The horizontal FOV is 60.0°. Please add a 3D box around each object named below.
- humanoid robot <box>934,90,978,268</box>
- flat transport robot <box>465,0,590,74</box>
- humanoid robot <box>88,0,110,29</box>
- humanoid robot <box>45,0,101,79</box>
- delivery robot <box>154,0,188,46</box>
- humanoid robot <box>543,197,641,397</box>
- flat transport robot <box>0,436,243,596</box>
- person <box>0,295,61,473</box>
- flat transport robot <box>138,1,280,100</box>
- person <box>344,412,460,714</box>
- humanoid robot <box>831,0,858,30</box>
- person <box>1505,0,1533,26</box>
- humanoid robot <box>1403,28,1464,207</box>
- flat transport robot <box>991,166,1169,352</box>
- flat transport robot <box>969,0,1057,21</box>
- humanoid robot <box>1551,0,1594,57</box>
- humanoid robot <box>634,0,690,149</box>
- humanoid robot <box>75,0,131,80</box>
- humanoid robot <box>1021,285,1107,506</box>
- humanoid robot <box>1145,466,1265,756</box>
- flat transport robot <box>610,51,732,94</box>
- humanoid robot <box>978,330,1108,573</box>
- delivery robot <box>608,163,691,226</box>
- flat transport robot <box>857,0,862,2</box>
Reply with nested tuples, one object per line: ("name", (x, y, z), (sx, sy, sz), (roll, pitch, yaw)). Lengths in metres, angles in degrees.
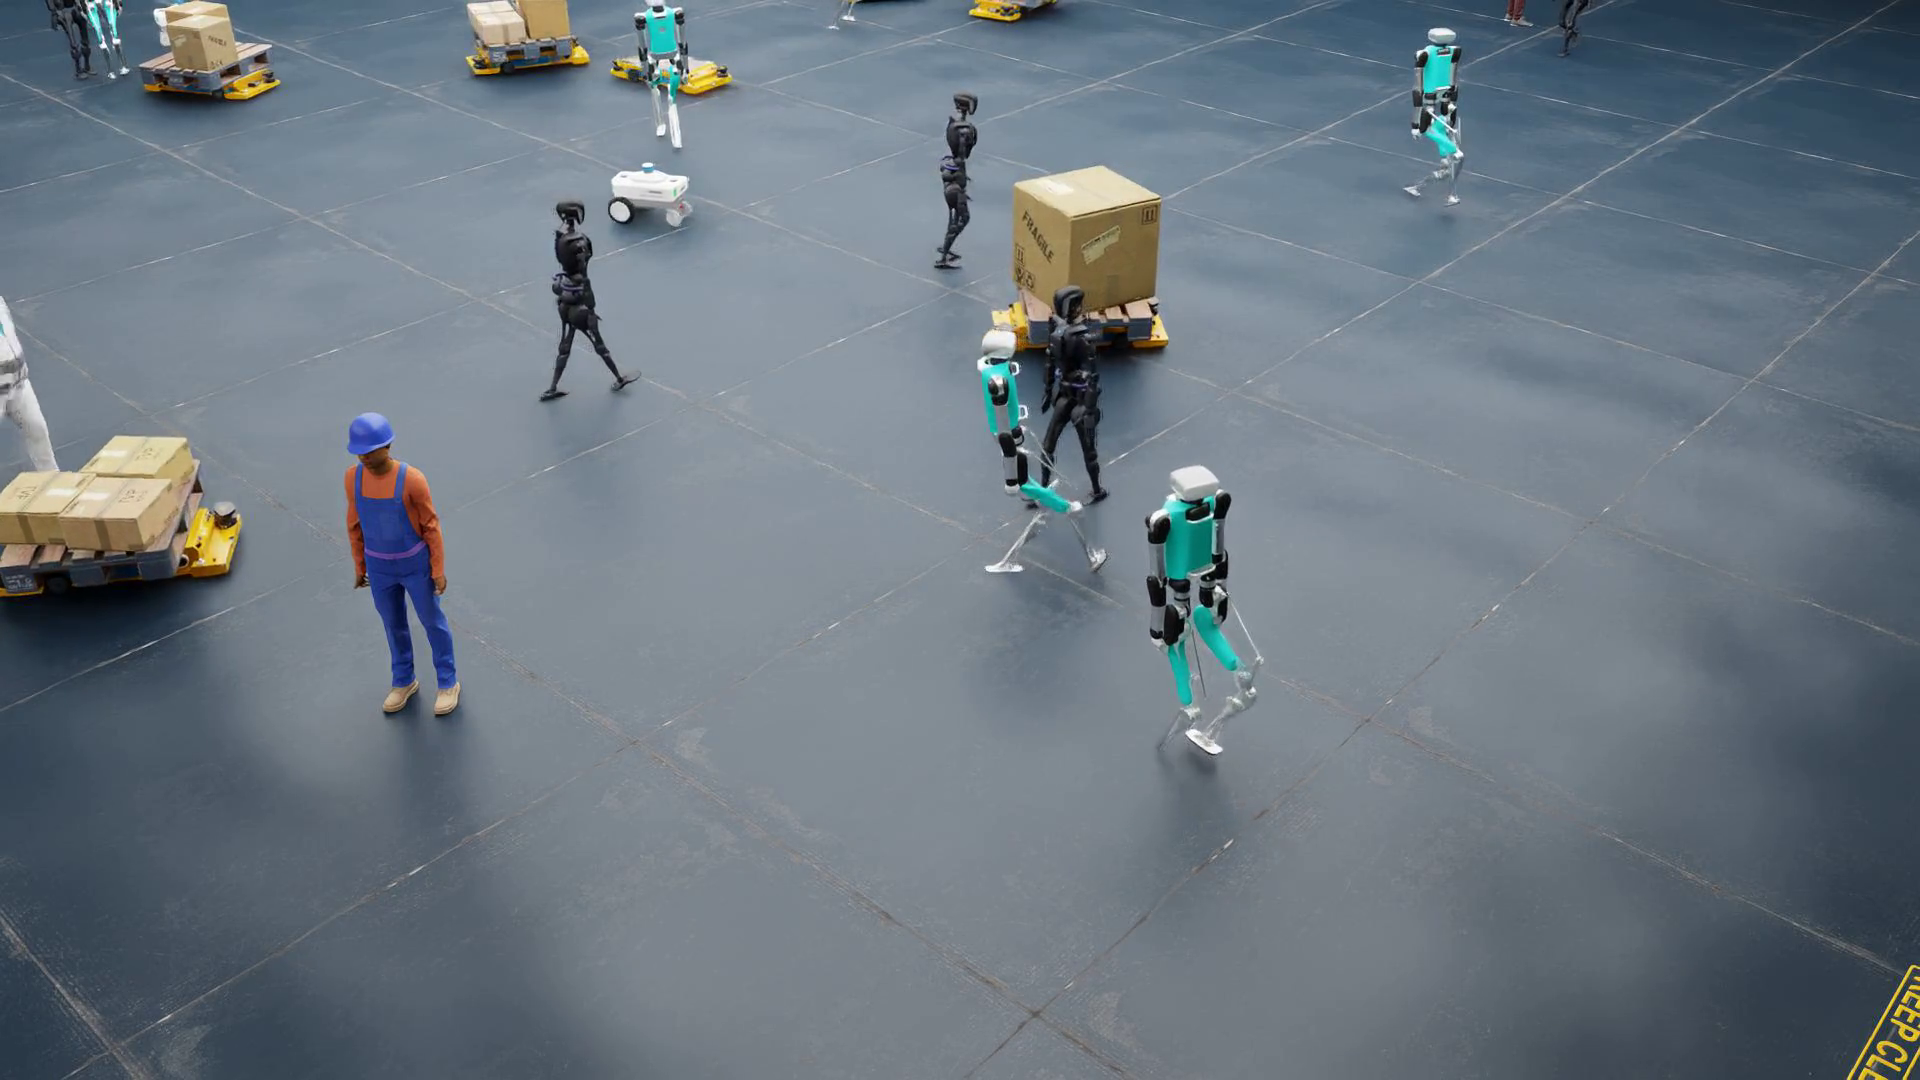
("humanoid robot", (-0.043, -3.278, 15.103), (0.383, 1.640, 0.597), (-3, 32, -4))
("flat transport robot", (-5.491, -6.145, 21.050), (1.431, 0.231, 0.659), (-14, 34, -21))
("humanoid robot", (-11.615, -7.568, 21.986), (0.531, 1.820, 0.751), (-9, 33, -14))
("humanoid robot", (-10.860, -6.483, 20.285), (0.390, 1.661, 0.591), (22, 38, 31))
("delivery robot", (-10.160, -6.819, 21.883), (0.814, 0.614, 0.499), (-11, 33, -17))
("humanoid robot", (-2.955, -1.883, 12.899), (0.780, 1.627, 0.591), (-17, 36, -26))
("flat transport robot", (-5.587, 0.064, 11.051), (1.431, 0.231, 0.659), (-6, 32, -10))
("person", (-6.706, -1.062, 11.423), (0.879, 1.798, 0.643), (4, 32, 6))
("flat transport robot", (-9.042, -5.542, 20.077), (1.431, 0.231, 0.659), (9, 33, 14))
("person", (-3.163, 0.138, 9.378), (0.530, 1.909, 0.354), (3, 32, 4))
("humanoid robot", (-1.571, -7.709, 22.181), (0.835, 1.762, 0.551), (9, 33, 14))
("person", (7.642, -7.842, 22.327), (0.380, 1.806, 0.548), (-2, 32, -3))
("humanoid robot", (4.820, -4.060, 16.382), (0.530, 1.771, 1.066), (-15, 35, -22))
("flat transport robot", (1.006, -1.842, 14.120), (1.431, 0.231, 0.659), (-2, 32, -4))
("flat transport robot", (0.780, -7.542, 23.299), (0.659, 0.231, 1.431), (18, 36, 26))
("humanoid robot", (7.884, -7.001, 21.107), (0.534, 1.643, 0.604), (-21, 38, -31))
("humanoid robot", (-3.261, -5.168, 18.122), (0.562, 1.732, 0.991), (-10, 33, -15))
("humanoid robot", (-10.412, -6.459, 20.122), (0.530, 1.756, 0.654), (-14, 34, -21))
("humanoid robot", (0.750, -0.956, 11.373), (0.660, 1.636, 0.601), (-18, 36, -26))
("humanoid robot", (1.355, 0.528, 8.966), (0.534, 1.831, 0.748), (-20, 37, -29))
("flat transport robot", (-3.558, -5.754, 20.419), (1.431, 0.231, 0.659), (20, 37, 29))
("humanoid robot", (0.592, -0.510, 10.610), (0.953, 1.774, 0.554), (-1, 32, -2))
("delivery robot", (-3.076, -3.404, 16.382), (0.796, 0.612, 0.499), (7, 33, 11))
("flat transport robot", (-0.990, -7.966, 23.981), (1.431, 0.231, 0.659), (-8, 33, -12))
